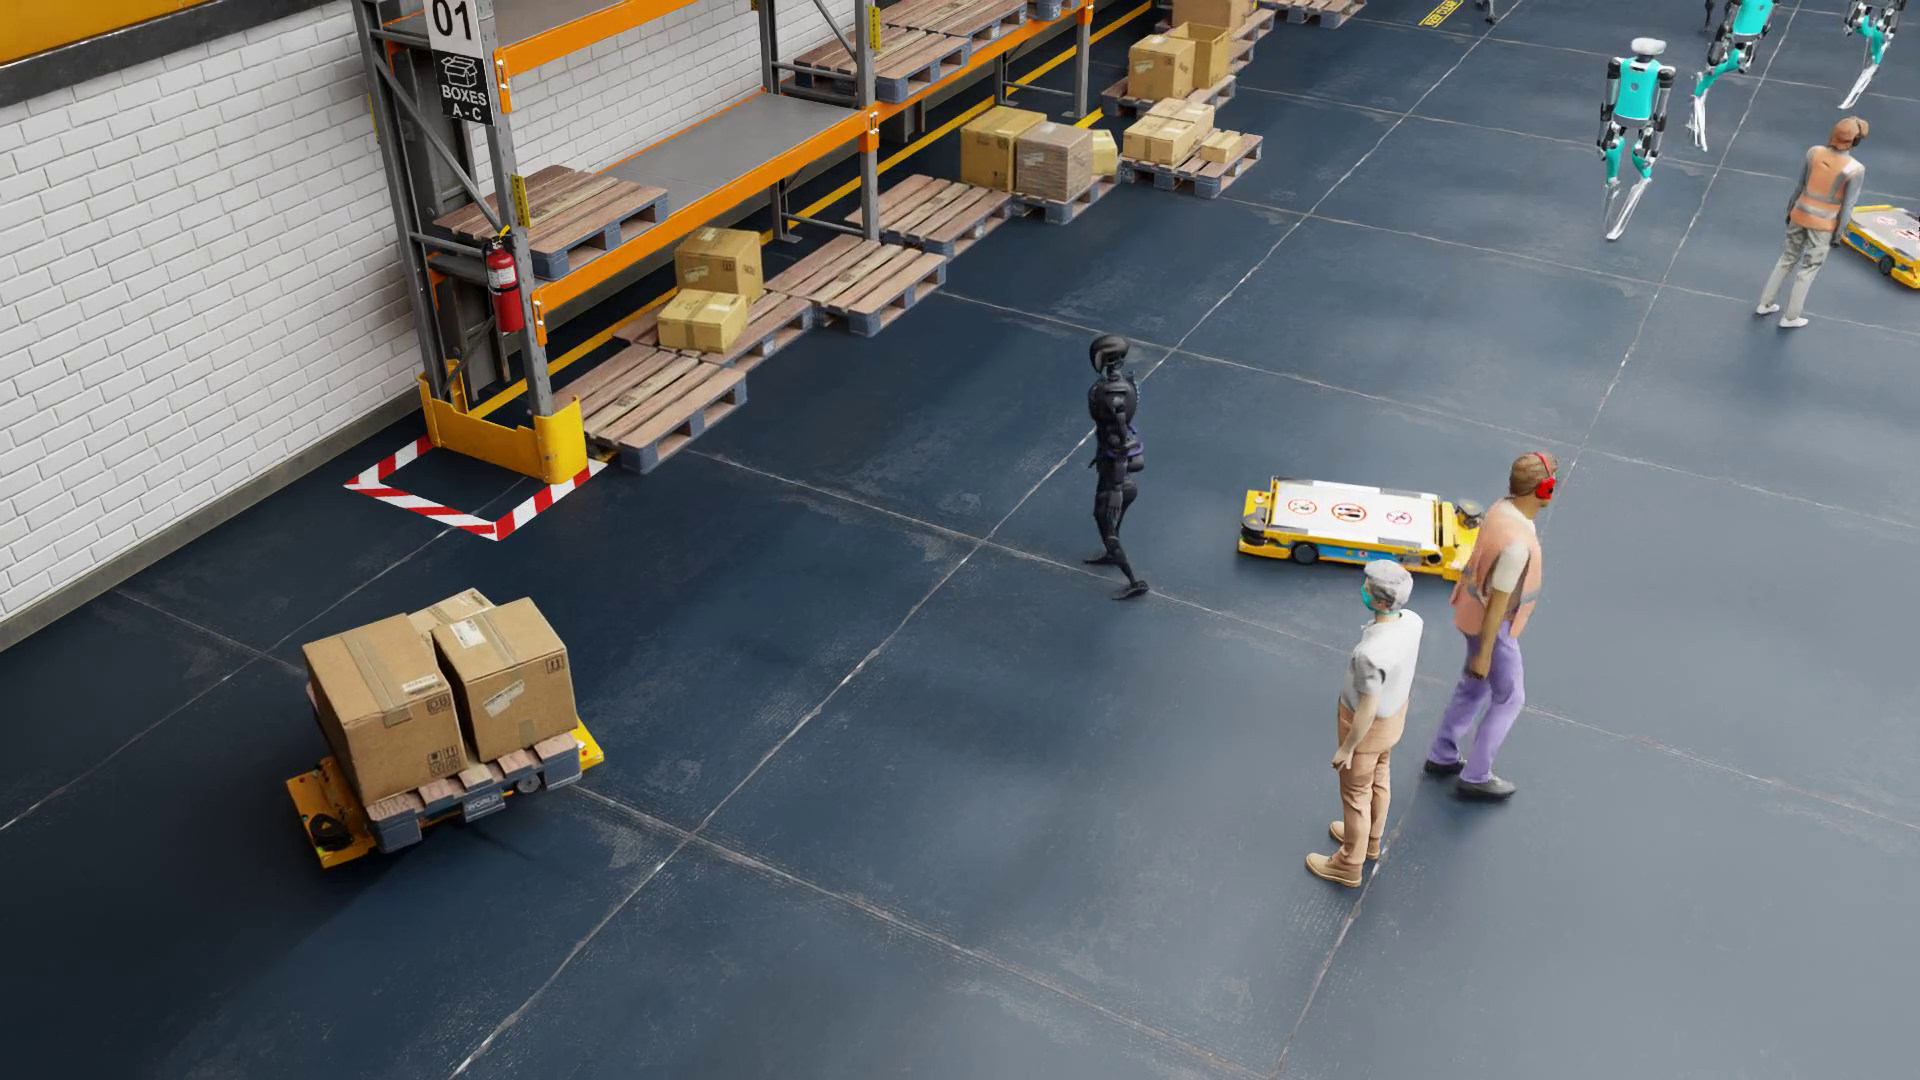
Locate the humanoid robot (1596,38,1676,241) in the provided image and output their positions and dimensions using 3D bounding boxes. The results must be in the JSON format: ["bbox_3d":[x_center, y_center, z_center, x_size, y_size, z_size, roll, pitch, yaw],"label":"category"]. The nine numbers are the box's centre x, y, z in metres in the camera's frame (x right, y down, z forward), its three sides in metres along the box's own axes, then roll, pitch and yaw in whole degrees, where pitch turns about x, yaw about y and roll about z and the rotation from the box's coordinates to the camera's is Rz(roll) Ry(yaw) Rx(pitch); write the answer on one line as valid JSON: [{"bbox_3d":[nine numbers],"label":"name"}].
[{"bbox_3d":[5.629,-3.292,13.896,0.537,1.900,0.709,24,40,31],"label":"humanoid robot"}]

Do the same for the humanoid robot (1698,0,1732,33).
[{"bbox_3d":[8.730,-6.537,18.768,0.617,1.642,0.538,22,39,29],"label":"humanoid robot"}]

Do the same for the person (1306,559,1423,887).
[{"bbox_3d":[1.854,0.832,7.550,0.305,1.743,0.494,23,40,30],"label":"person"}]

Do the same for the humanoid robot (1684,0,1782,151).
[{"bbox_3d":[7.250,-4.646,15.851,0.555,1.768,0.825,-9,35,-14],"label":"humanoid robot"}]

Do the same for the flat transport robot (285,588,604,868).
[{"bbox_3d":[-2.606,1.139,8.424,1.431,0.231,0.659,-20,38,-27],"label":"flat transport robot"}]

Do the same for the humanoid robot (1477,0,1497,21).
[{"bbox_3d":[6.266,-6.931,19.414,0.612,1.644,0.768,-5,34,-7],"label":"humanoid robot"}]

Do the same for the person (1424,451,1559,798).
[{"bbox_3d":[2.630,0.420,8.122,0.500,1.795,0.654,4,34,6],"label":"person"}]

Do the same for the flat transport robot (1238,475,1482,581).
[{"bbox_3d":[2.471,-0.074,10.260,1.431,0.231,0.659,7,34,11],"label":"flat transport robot"}]

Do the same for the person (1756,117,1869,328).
[{"bbox_3d":[6.446,-2.384,12.531,0.346,1.616,0.519,-16,37,-23],"label":"person"}]

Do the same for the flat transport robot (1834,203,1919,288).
[{"bbox_3d":[7.838,-2.488,13.912,0.659,0.231,1.431,-6,34,-8],"label":"flat transport robot"}]

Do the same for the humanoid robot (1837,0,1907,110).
[{"bbox_3d":[9.363,-5.306,16.876,0.995,1.775,0.530,-27,42,-35],"label":"humanoid robot"}]

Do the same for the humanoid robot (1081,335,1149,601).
[{"bbox_3d":[0.902,-0.431,9.535,0.391,1.638,0.620,-3,34,-5],"label":"humanoid robot"}]
